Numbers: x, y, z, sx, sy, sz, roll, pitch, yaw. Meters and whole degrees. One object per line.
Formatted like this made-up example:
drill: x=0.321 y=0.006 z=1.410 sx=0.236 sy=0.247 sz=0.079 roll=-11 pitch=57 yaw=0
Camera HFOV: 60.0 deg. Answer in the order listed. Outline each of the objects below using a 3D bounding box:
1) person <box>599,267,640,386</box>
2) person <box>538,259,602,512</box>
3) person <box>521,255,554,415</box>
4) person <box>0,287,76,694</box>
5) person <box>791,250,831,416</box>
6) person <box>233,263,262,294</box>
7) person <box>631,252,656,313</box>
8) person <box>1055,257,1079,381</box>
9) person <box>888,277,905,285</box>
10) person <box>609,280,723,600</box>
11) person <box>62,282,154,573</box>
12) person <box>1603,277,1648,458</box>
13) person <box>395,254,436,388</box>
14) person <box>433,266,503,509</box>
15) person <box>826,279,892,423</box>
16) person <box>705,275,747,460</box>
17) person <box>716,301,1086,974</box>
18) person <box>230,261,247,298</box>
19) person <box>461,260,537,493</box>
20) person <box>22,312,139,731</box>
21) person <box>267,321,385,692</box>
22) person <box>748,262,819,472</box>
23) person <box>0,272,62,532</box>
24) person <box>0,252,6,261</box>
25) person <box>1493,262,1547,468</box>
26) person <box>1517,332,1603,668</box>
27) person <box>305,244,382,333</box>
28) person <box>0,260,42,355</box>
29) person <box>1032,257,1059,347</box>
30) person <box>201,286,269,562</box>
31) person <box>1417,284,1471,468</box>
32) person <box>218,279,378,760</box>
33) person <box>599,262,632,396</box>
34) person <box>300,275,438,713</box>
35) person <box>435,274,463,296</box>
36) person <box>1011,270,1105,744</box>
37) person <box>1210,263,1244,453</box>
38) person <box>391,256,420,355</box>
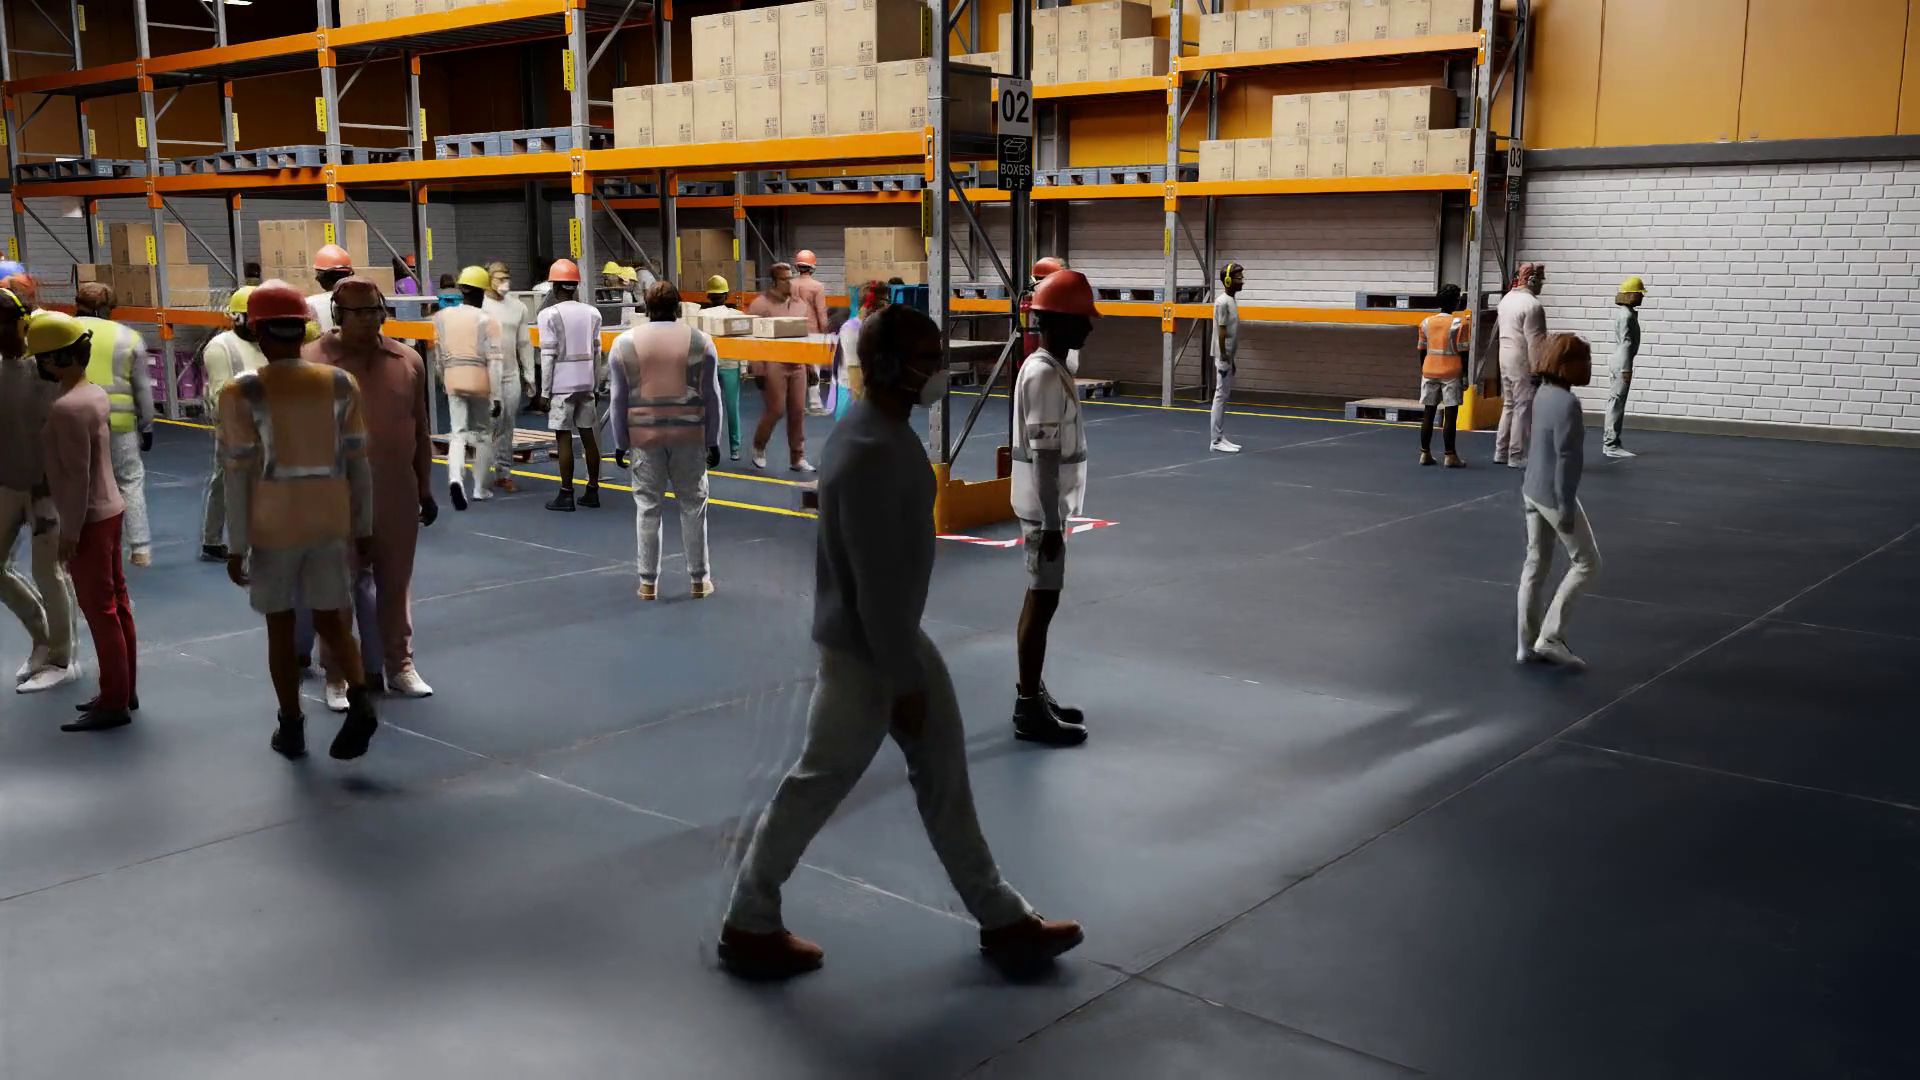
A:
person: x=-4.533 y=-2.695 z=21.879 sx=0.783 sy=1.788 sz=0.638 roll=0 pitch=10 yaw=-2
person: x=-3.015 y=-1.187 z=12.832 sx=0.355 sy=1.938 sz=0.545 roll=9 pitch=13 yaw=41
person: x=-5.034 y=-2.474 z=20.165 sx=0.816 sy=1.936 sz=0.614 roll=6 pitch=12 yaw=31
person: x=-4.241 y=-0.214 z=7.551 sx=0.526 sy=1.850 sz=0.382 roll=4 pitch=11 yaw=22
person: x=-1.849 y=-2.493 z=20.095 sx=0.622 sy=1.996 sz=0.369 roll=6 pitch=12 yaw=32
person: x=-11.338 y=-3.533 z=26.614 sx=0.643 sy=1.799 sz=0.834 roll=4 pitch=11 yaw=22
person: x=-4.792 y=-3.439 z=25.364 sx=0.534 sy=2.000 sz=0.761 roll=-6 pitch=12 yaw=-32
person: x=1.197 y=-2.475 z=20.258 sx=0.643 sy=1.904 sz=0.633 roll=-5 pitch=11 yaw=-26
person: x=-0.824 y=-2.470 z=20.890 sx=0.535 sy=1.670 sz=0.683 roll=-6 pitch=12 yaw=-30
person: x=-1.686 y=-0.569 z=9.594 sx=0.634 sy=1.839 sz=0.429 roll=-1 pitch=10 yaw=-8
person: x=-5.399 y=-0.697 z=10.419 sx=0.650 sy=1.810 sz=0.466 roll=-5 pitch=11 yaw=-24
person: x=6.481 y=-1.680 z=16.192 sx=0.307 sy=1.745 sz=0.484 roll=3 pitch=10 yaw=18
person: x=-7.802 y=-3.119 z=23.829 sx=0.543 sy=1.939 sz=0.370 roll=-4 pitch=11 yaw=-20
person: x=-3.854 y=-1.199 z=13.049 sx=0.581 sy=1.892 sz=0.844 roll=0 pitch=10 yaw=0
person: x=-0.587 y=-0.824 z=11.119 sx=0.749 sy=1.808 sz=0.606 roll=5 pitch=11 yaw=24
person: x=-2.288 y=-1.630 z=15.847 sx=0.533 sy=1.765 sz=0.329 roll=0 pitch=10 yaw=3
person: x=-0.210 y=0.293 z=4.572 sx=1.047 sy=1.884 sz=0.656 roll=1 pitch=10 yaw=5
person: x=-11.914 y=-3.799 z=27.936 sx=0.689 sy=1.865 sz=0.668 roll=9 pitch=13 yaw=41
person: x=-3.799 y=-1.333 z=13.695 sx=0.428 sy=1.921 sz=0.650 roll=8 pitch=13 yaw=40
person: x=-3.714 y=-0.078 z=7.030 sx=0.327 sy=1.761 sz=0.524 roll=-3 pitch=10 yaw=-15
person: x=-2.950 y=-0.170 z=7.692 sx=0.920 sy=1.699 sz=0.583 roll=9 pitch=14 yaw=42
person: x=-1.581 y=-1.557 z=15.059 sx=0.551 sy=1.898 sz=0.669 roll=10 pitch=14 yaw=44
person: x=-6.380 y=-0.931 z=11.610 sx=0.569 sy=1.851 sz=0.662 roll=0 pitch=10 yaw=-2
person: x=-12.093 y=-2.643 z=20.955 sx=0.375 sy=1.997 sz=0.611 roll=3 pitch=10 yaw=15
person: x=5.199 y=-1.603 z=15.350 sx=0.399 sy=1.895 sz=0.656 roll=-1 pitch=10 yaw=-8
person: x=2.908 y=-0.182 z=7.986 sx=0.425 sy=1.618 sz=0.522 roll=0 pitch=10 yaw=0
person: x=-4.503 y=-1.115 z=12.107 sx=0.614 sy=2.047 sz=0.357 roll=-5 pitch=11 yaw=-27
person: x=-7.319 y=-1.235 z=13.120 sx=0.650 sy=1.931 sz=0.626 roll=-2 pitch=10 yaw=-9
person: x=0.789 y=-1.647 z=15.456 sx=0.373 sy=1.935 sz=0.552 roll=8 pitch=13 yaw=39
person: x=-4.525 y=-0.715 z=10.600 sx=0.917 sy=1.787 sz=0.597 roll=4 pitch=11 yaw=22
person: x=4.479 y=-1.514 z=15.381 sx=0.317 sy=1.696 sz=0.539 roll=-9 pitch=13 yaw=-40
person: x=-2.541 y=-0.054 z=6.459 sx=0.568 sy=1.917 sz=0.645 roll=-8 pitch=13 yaw=-40
person: x=-4.733 y=-2.869 z=22.696 sx=0.593 sy=1.837 sz=0.404 roll=7 pitch=12 yaw=34
person: x=-2.616 y=-0.207 z=7.351 sx=0.651 sy=1.904 sz=0.403 roll=-9 pitch=13 yaw=-41
person: x=-8.525 y=-3.688 z=28.040 sx=0.516 sy=1.600 sz=0.694 roll=-7 pitch=12 yaw=-34
person: x=0.398 y=-0.138 z=6.868 sx=0.376 sy=1.932 sz=0.551 roll=1 pitch=10 yaw=3
person: x=2.670 y=-1.809 z=16.574 sx=0.335 sy=1.871 sz=0.519 roll=3 pitch=10 yaw=17
person: x=-8.720 y=-3.481 z=25.975 sx=0.610 sy=1.915 sz=0.542 roll=2 pitch=10 yaw=11
